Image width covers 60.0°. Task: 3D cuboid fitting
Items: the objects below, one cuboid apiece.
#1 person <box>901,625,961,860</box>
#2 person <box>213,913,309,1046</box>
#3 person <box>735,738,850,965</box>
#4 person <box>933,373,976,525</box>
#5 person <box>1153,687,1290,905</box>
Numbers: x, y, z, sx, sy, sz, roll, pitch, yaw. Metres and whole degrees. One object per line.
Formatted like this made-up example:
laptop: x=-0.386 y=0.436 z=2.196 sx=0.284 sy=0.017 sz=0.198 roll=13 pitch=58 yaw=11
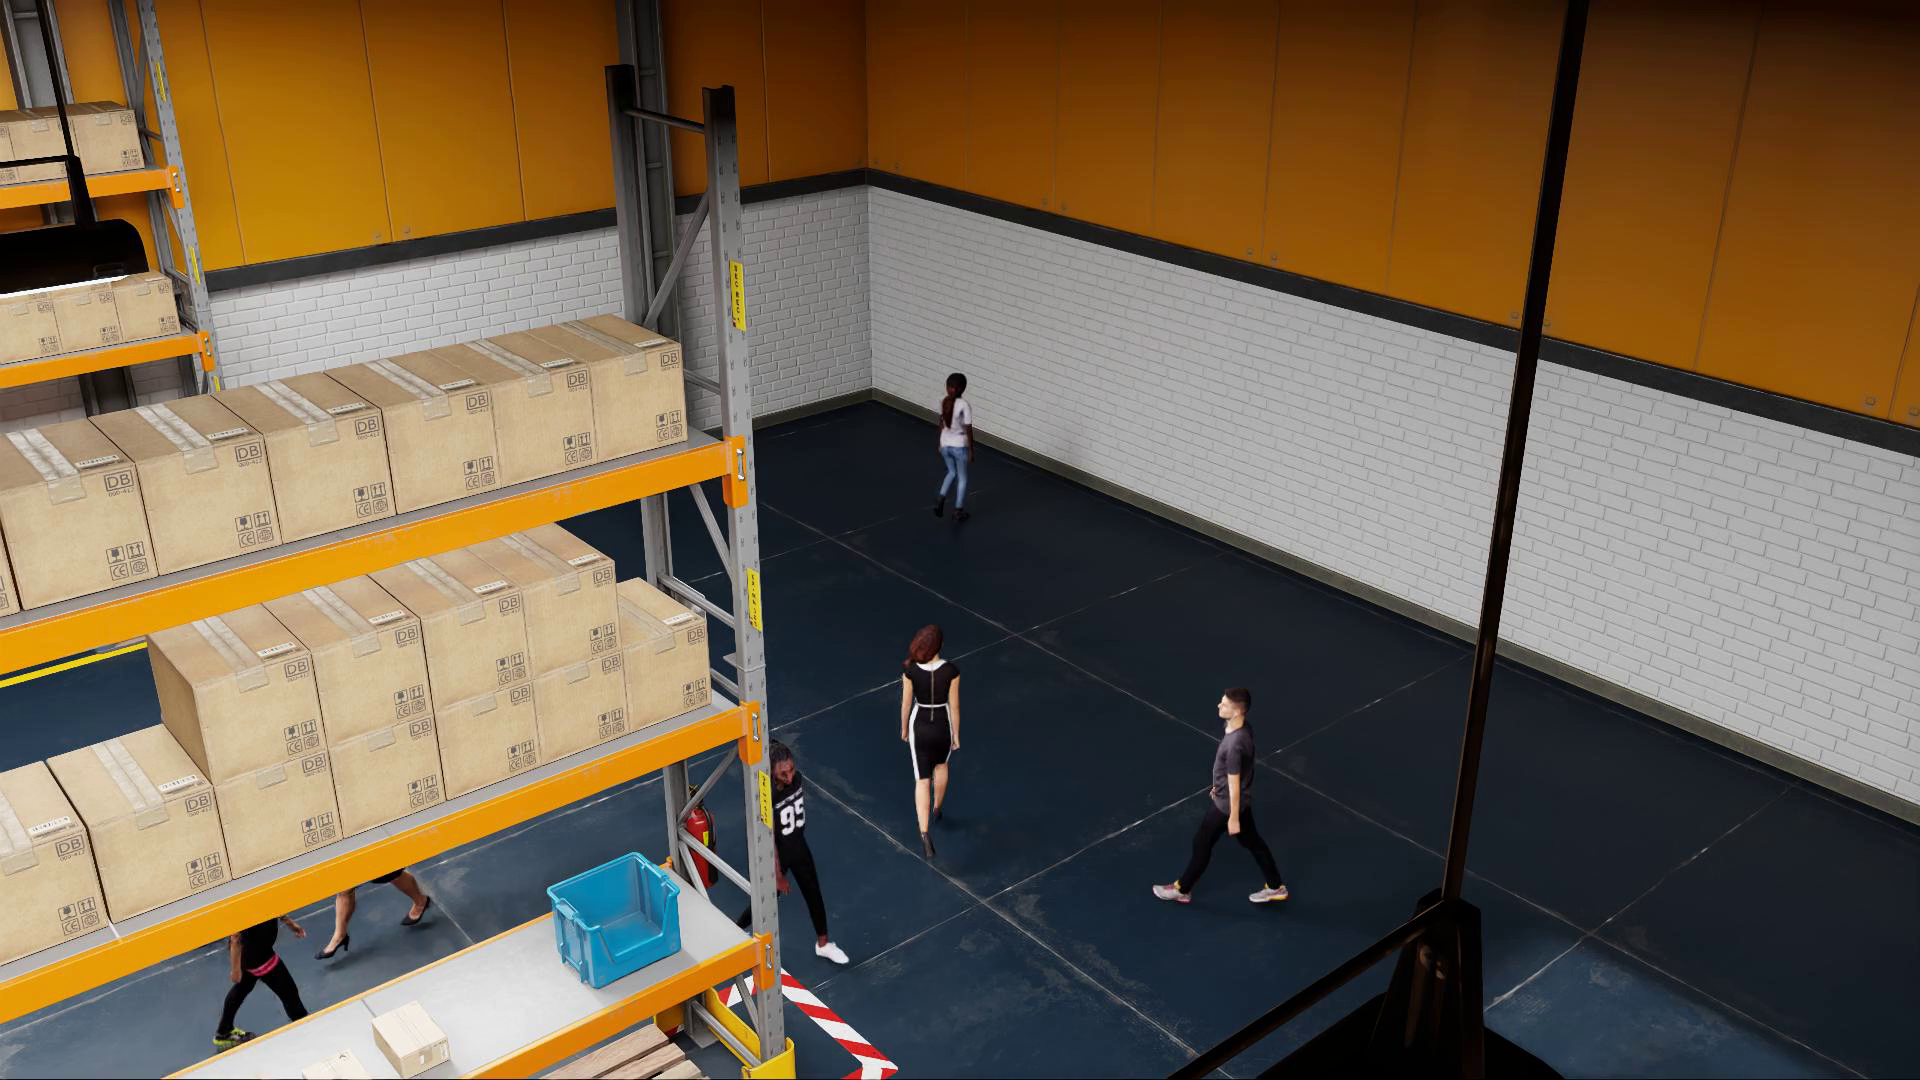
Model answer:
person: x=-0.216 y=1.497 z=12.205 sx=1.085 sy=1.765 sz=1.093 roll=0 pitch=24 yaw=0
person: x=-4.394 y=2.520 z=10.189 sx=1.116 sy=1.506 sz=0.848 roll=-6 pitch=24 yaw=-14
person: x=-1.254 y=2.075 z=10.958 sx=0.929 sy=1.705 sz=1.093 roll=12 pitch=26 yaw=25
person: x=-0.099 y=-0.960 z=17.896 sx=0.677 sy=1.708 sz=0.795 roll=17 pitch=29 yaw=34
person: x=1.961 y=1.826 z=11.509 sx=1.183 sy=1.720 sz=1.191 roll=4 pitch=24 yaw=9
